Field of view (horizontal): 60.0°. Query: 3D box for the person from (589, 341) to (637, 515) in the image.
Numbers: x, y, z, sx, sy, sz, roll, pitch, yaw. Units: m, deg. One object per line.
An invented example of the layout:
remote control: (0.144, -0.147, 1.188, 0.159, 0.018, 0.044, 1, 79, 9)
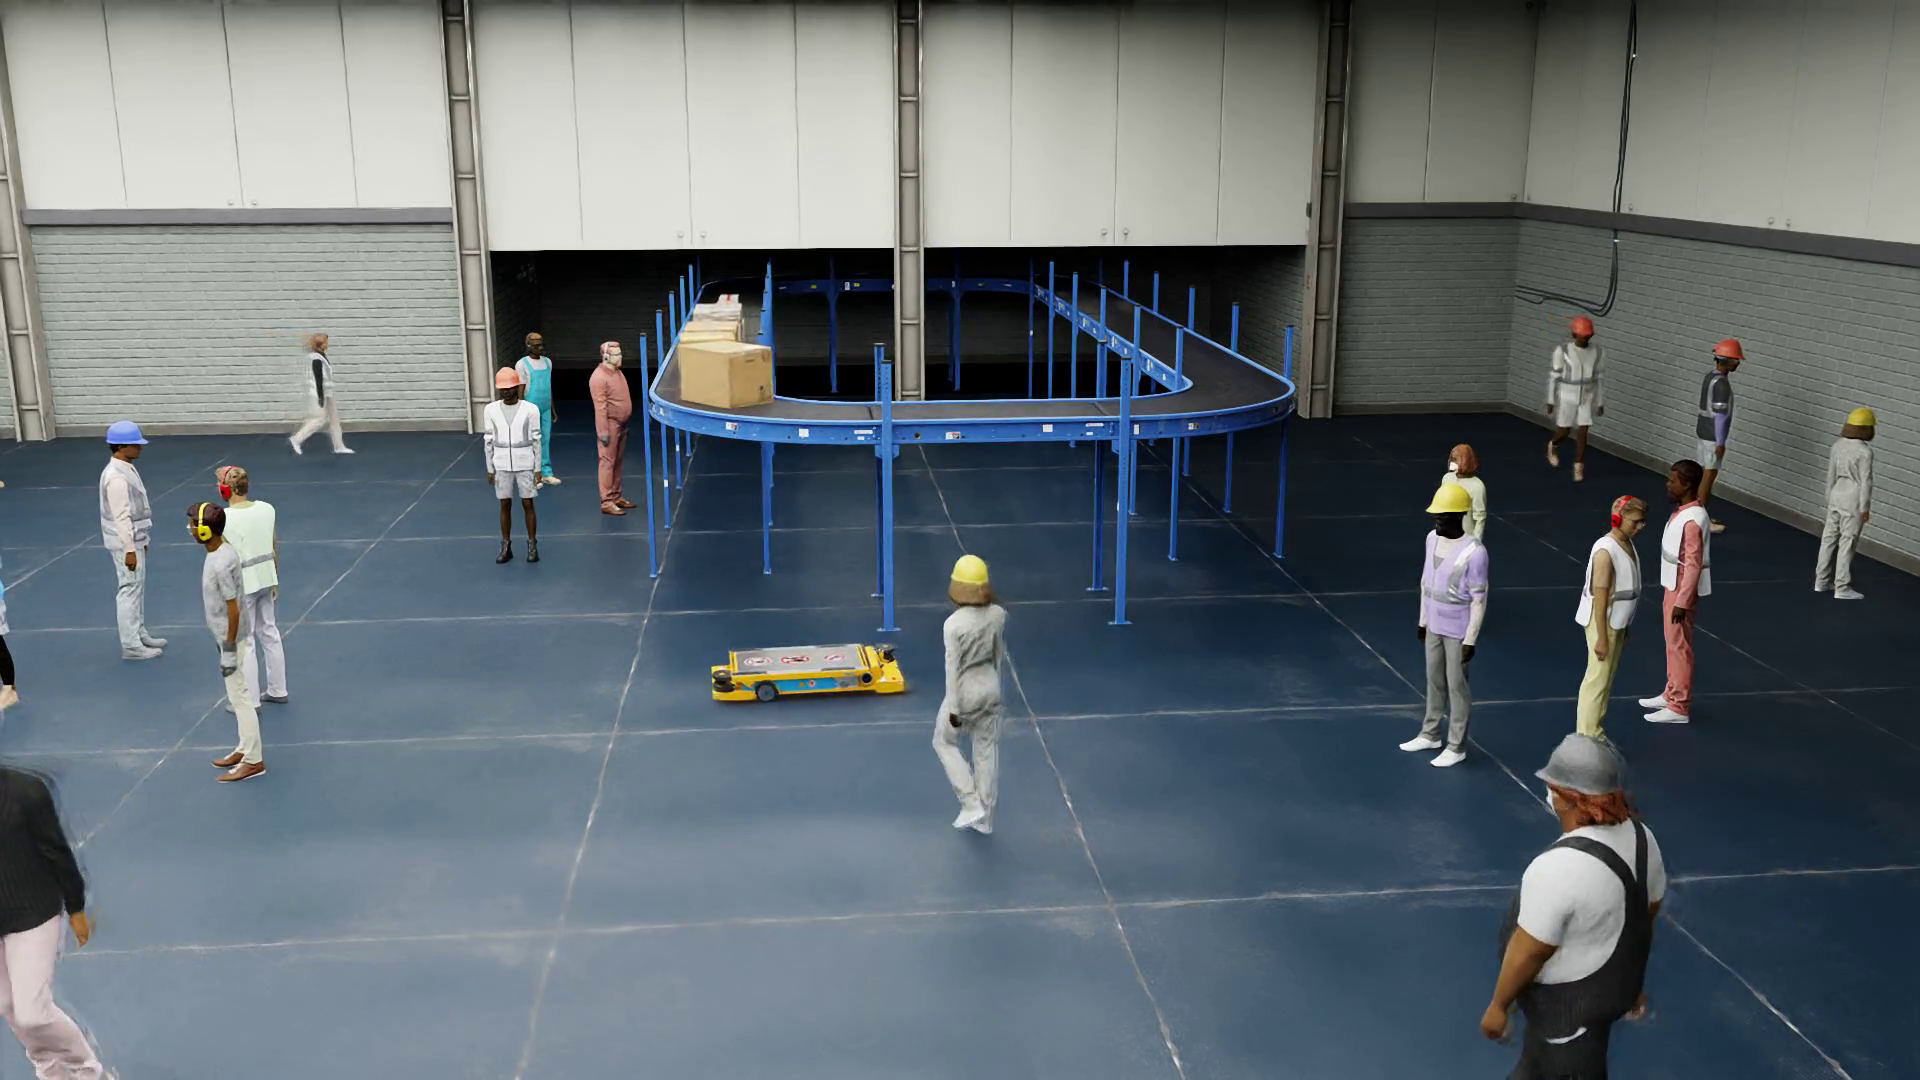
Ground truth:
person: (-3.821, -1.243, 18.399, 0.406, 1.911, 0.636, 2, 14, 9)

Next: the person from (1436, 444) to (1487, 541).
person: (4.195, -0.006, 14.004, 0.286, 1.634, 0.500, -7, 16, -26)

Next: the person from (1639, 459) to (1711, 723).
person: (5.179, 0.368, 11.932, 0.373, 1.916, 0.596, 4, 15, 17)

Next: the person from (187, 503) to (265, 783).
person: (-4.801, 0.663, 10.868, 0.335, 1.864, 0.521, -6, 15, -24)

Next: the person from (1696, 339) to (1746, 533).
person: (7.998, -1.106, 17.580, 0.393, 2.040, 0.611, 3, 14, 11)

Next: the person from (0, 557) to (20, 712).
person: (-7.184, 0.425, 12.145, 0.539, 1.698, 0.318, 8, 16, 30)

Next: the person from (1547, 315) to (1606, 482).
person: (7.464, -1.745, 20.195, 0.646, 2.015, 0.700, 1, 14, 4)

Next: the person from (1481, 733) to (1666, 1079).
person: (2.305, 1.672, 6.464, 0.703, 2.000, 1.003, -12, 18, -39)

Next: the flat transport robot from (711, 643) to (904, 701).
flat transport robot: (-1.179, 1.001, 12.742, 1.431, 0.197, 0.652, -2, 14, -9)

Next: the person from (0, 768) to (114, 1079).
person: (-4.037, 1.588, 6.987, 0.634, 1.947, 0.545, 1, 14, 5)

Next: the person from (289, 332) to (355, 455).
person: (-8.342, -1.886, 21.574, 0.707, 1.616, 0.524, -3, 14, -12)

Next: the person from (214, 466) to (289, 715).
person: (-5.172, 0.366, 12.108, 0.388, 1.838, 0.562, 6, 15, 23)

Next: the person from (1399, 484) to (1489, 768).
person: (3.255, 0.566, 11.118, 0.387, 1.927, 0.589, -5, 15, -20)

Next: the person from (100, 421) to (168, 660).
person: (-6.655, 0.004, 13.360, 0.414, 1.940, 0.603, -6, 15, -22)

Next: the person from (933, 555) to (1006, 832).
person: (0.060, 0.930, 10.060, 0.493, 1.727, 0.383, -11, 18, -37)

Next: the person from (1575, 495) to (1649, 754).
person: (4.353, 0.595, 11.185, 0.388, 1.837, 0.563, 9, 17, 33)

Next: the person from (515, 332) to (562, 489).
person: (-4.997, -1.537, 19.701, 0.342, 1.846, 0.508, 9, 17, 33)

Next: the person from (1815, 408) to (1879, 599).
person: (8.092, -0.340, 15.120, 0.320, 1.742, 0.492, -3, 14, -12)

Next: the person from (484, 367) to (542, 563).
person: (-4.369, -0.729, 16.281, 0.552, 1.937, 0.356, -1, 14, -5)
